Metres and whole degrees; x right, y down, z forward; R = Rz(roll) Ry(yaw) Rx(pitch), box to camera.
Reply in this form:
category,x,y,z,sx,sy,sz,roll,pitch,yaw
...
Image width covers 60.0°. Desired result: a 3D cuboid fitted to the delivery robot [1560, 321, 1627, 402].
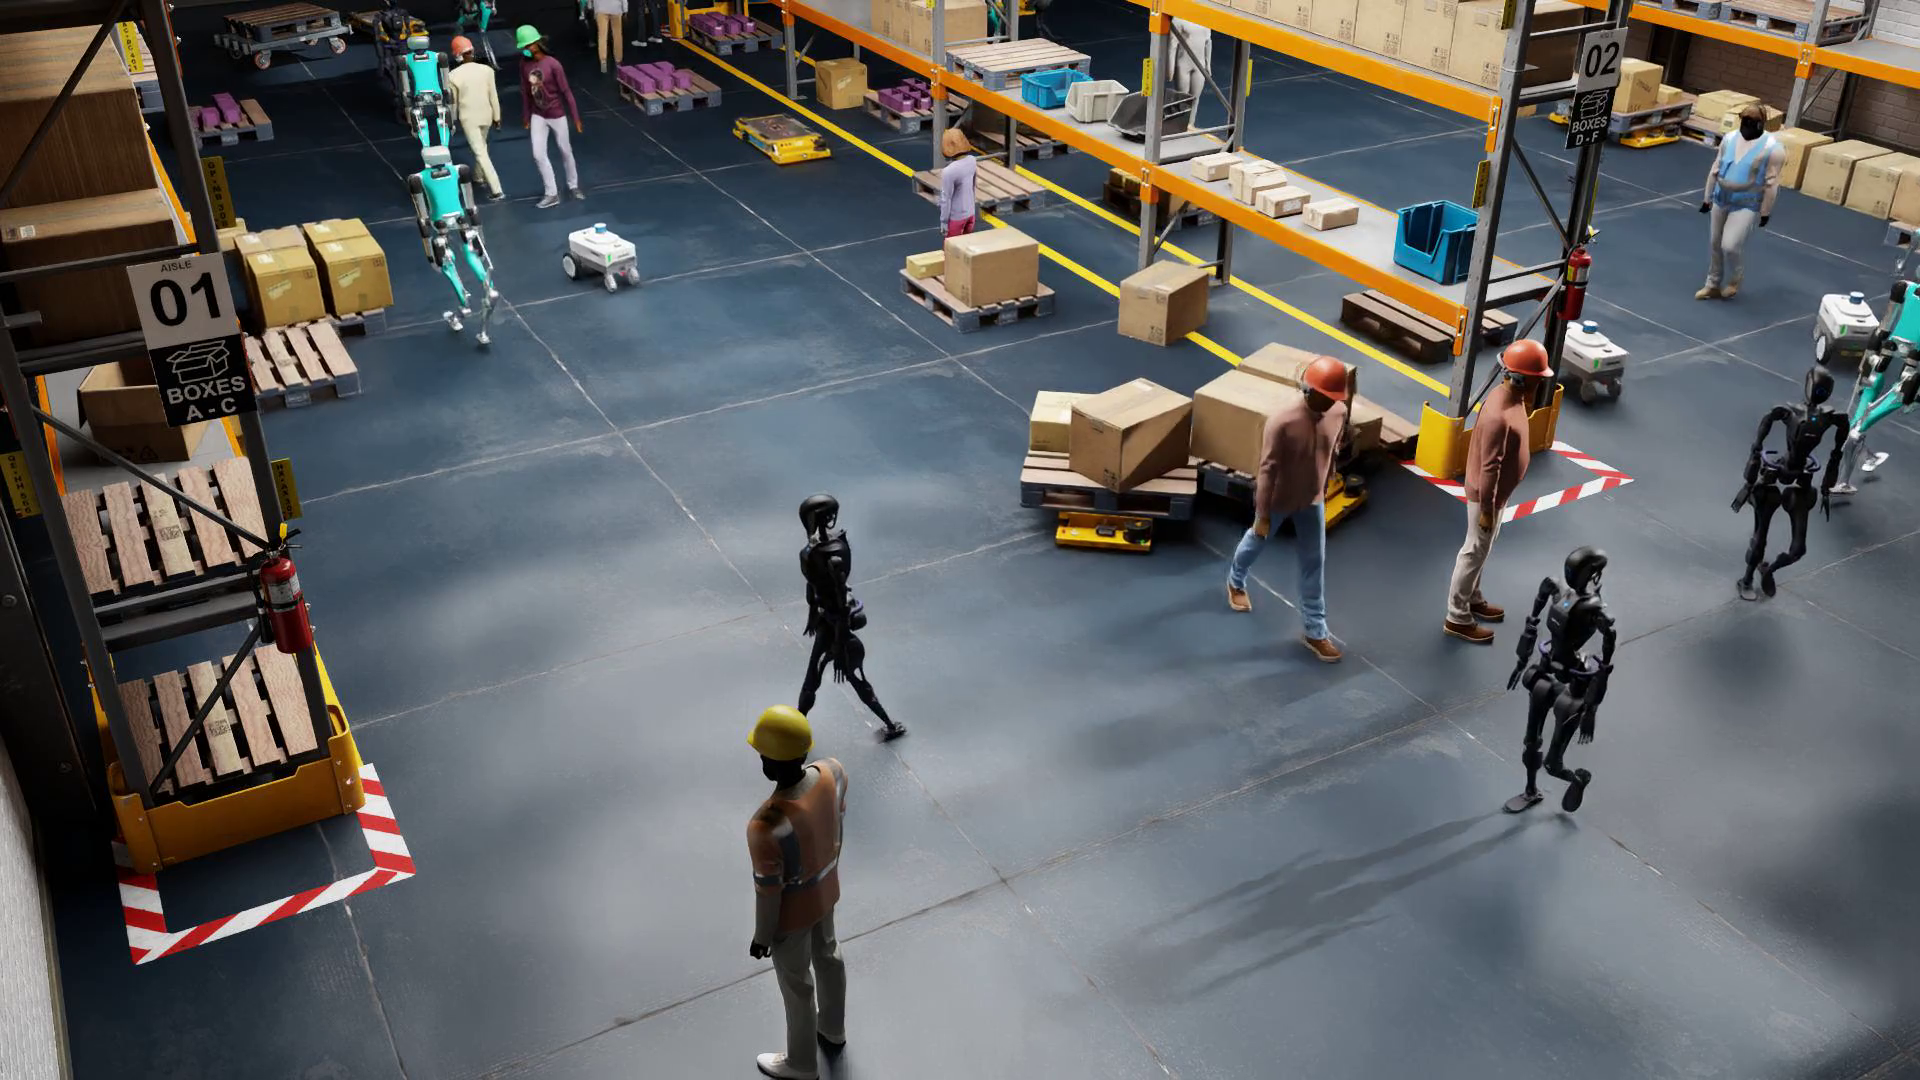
category,x,y,z,sx,sy,sz,roll,pitch,yaw
delivery robot,5.157,-1.523,13.772,0.499,0.593,0.797,-10,31,-17

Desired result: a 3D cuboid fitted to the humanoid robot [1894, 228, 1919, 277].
category,x,y,z,sx,sy,sz,roll,pitch,yaw
humanoid robot,9.098,-3.144,15.452,0.566,1.817,0.897,0,30,-1

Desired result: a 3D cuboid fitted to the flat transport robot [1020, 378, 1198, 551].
category,x,y,z,sx,sy,sz,roll,pitch,yaw
flat transport robot,1.096,-0.356,12.029,0.659,0.231,1.431,5,30,8

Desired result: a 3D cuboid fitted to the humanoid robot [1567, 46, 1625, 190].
category,x,y,z,sx,sy,sz,roll,pitch,yaw
humanoid robot,6.884,-4.565,17.948,0.357,1.647,0.601,14,33,23

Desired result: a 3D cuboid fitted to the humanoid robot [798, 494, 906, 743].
category,x,y,z,sx,sy,sz,roll,pitch,yaw
humanoid robot,-0.707,0.477,9.221,0.796,1.621,0.589,-13,32,-21

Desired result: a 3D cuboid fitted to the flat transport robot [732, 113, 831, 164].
category,x,y,z,sx,sy,sz,roll,pitch,yaw
flat transport robot,-2.129,-4.765,19.704,0.659,0.231,1.431,-15,33,-25

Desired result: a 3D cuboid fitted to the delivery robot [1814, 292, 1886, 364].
category,x,y,z,sx,sy,sz,roll,pitch,yaw
delivery robot,7.647,-1.842,14.310,0.499,0.575,0.766,6,30,10

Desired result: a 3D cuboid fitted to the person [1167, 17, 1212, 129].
category,x,y,z,sx,sy,sz,roll,pitch,yaw
person,2.673,-5.557,19.465,0.579,1.887,0.513,-11,32,-18

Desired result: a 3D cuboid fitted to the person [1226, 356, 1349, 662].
category,x,y,z,sx,sy,sz,roll,pitch,yaw
person,2.048,-0.278,10.237,0.650,1.928,1.048,-12,32,-21

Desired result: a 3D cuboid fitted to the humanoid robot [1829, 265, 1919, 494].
category,x,y,z,sx,sy,sz,roll,pitch,yaw
humanoid robot,6.539,-1.081,11.849,1.030,1.730,0.538,-18,34,-28

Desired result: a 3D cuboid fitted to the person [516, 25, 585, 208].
category,x,y,z,sx,sy,sz,roll,pitch,yaw
person,-4.325,-4.467,17.555,0.708,1.895,0.721,7,31,11

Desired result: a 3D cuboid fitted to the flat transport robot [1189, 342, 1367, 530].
category,x,y,z,sx,sy,sz,roll,pitch,yaw
flat transport robot,2.190,-0.458,12.208,1.431,0.231,0.659,22,37,34

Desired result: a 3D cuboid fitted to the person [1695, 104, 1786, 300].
category,x,y,z,sx,sy,sz,roll,pitch,yaw
person,7.065,-3.058,15.166,0.468,1.826,0.653,-16,33,-25

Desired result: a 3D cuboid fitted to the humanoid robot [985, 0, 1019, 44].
category,x,y,z,sx,sy,sz,roll,pitch,yaw
humanoid robot,0.568,-7.227,22.453,0.533,1.730,0.741,12,32,20

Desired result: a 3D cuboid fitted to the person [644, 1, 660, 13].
category,x,y,z,sx,sy,sz,roll,pitch,yaw
person,-4.922,-9.135,25.734,0.431,1.845,0.620,8,31,13

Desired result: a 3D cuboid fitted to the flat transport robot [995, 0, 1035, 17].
category,x,y,z,sx,sy,sz,roll,pitch,yaw
flat transport robot,0.688,-8.473,26.160,0.659,0.231,1.431,-9,31,-15

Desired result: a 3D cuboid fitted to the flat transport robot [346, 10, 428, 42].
category,x,y,z,sx,sy,sz,roll,pitch,yaw
flat transport robot,-8.534,-7.664,24.751,0.659,0.231,1.431,-23,37,-34

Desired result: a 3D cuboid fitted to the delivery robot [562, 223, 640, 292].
category,x,y,z,sx,sy,sz,roll,pitch,yaw
delivery robot,-3.415,-2.723,15.867,0.499,0.598,0.791,-26,39,-38

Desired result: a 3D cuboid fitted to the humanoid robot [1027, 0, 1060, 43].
category,x,y,z,sx,sy,sz,roll,pitch,yaw
humanoid robot,1.161,-7.635,23.290,0.370,1.651,0.593,9,31,16

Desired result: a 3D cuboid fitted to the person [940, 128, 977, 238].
category,x,y,z,sx,sy,sz,roll,pitch,yaw
person,-0.020,-2.939,15.163,0.288,1.629,0.498,19,35,29

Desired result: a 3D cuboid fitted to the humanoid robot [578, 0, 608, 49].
category,x,y,z,sx,sy,sz,roll,pitch,yaw
humanoid robot,-5.272,-7.838,23.550,0.532,1.757,0.722,1,30,2

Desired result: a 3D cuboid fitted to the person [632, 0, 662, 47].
category,x,y,z,sx,sy,sz,roll,pitch,yaw
person,-4.551,-8.026,23.810,0.340,1.839,0.508,24,37,35

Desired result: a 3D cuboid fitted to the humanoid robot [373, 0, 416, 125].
category,x,y,z,sx,sy,sz,roll,pitch,yaw
humanoid robot,-6.868,-5.892,20.253,0.397,1.639,0.608,18,34,28

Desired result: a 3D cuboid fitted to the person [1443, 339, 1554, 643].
category,x,y,z,sx,sy,sz,roll,pitch,yaw
person,3.297,-0.307,10.226,0.402,1.987,0.611,13,32,22

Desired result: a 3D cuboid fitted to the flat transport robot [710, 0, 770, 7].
category,x,y,z,sx,sy,sz,roll,pitch,yaw
flat transport robot,-3.262,-8.685,26.528,1.431,0.231,0.659,-8,31,-13

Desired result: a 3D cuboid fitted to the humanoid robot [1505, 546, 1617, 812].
category,x,y,z,sx,sy,sz,roll,pitch,yaw
humanoid robot,3.188,0.728,8.728,0.432,1.642,0.603,-16,33,-25

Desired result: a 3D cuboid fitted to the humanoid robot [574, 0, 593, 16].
category,x,y,z,sx,sy,sz,roll,pitch,yaw
humanoid robot,-5.866,-8.899,25.482,0.589,1.642,0.383,-5,30,-9

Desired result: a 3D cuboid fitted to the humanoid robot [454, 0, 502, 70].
category,x,y,z,sx,sy,sz,roll,pitch,yaw
humanoid robot,-6.743,-7.342,22.743,0.975,1.777,0.542,23,37,34

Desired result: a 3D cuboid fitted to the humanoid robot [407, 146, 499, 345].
category,x,y,z,sx,sy,sz,roll,pitch,yaw
humanoid robot,-4.264,-2.441,14.174,0.551,1.728,0.977,-18,34,-28

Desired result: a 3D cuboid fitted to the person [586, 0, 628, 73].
category,x,y,z,sx,sy,sz,roll,pitch,yaw
person,-4.774,-7.217,22.514,0.577,1.720,0.785,-3,30,-5

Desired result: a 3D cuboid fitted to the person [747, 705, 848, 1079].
category,x,y,z,sx,sy,sz,roll,pitch,yaw
person,-0.701,1.518,7.104,0.360,1.927,0.585,16,34,26

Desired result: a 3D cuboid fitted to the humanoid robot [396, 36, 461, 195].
category,x,y,z,sx,sy,sz,roll,pitch,yaw
humanoid robot,-5.547,-4.378,17.429,0.533,1.671,0.735,-7,31,-12

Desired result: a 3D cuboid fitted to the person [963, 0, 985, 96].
category,x,y,z,sx,sy,sz,roll,pitch,yaw
person,0.121,-6.719,21.471,0.408,1.902,0.635,-9,31,-15

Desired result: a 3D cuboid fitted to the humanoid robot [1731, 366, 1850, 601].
category,x,y,z,sx,sy,sz,roll,pitch,yaw
humanoid robot,5.264,-0.348,10.598,0.585,1.641,0.355,4,30,7

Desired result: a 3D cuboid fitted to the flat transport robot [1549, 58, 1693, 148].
category,x,y,z,sx,sy,sz,roll,pitch,yaw
flat transport robot,7.951,-5.065,20.227,0.659,0.231,1.431,-15,33,-25

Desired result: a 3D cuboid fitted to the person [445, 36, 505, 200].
category,x,y,z,sx,sy,sz,roll,pitch,yaw
person,-5.221,-4.543,17.889,0.908,1.707,0.559,24,38,36
